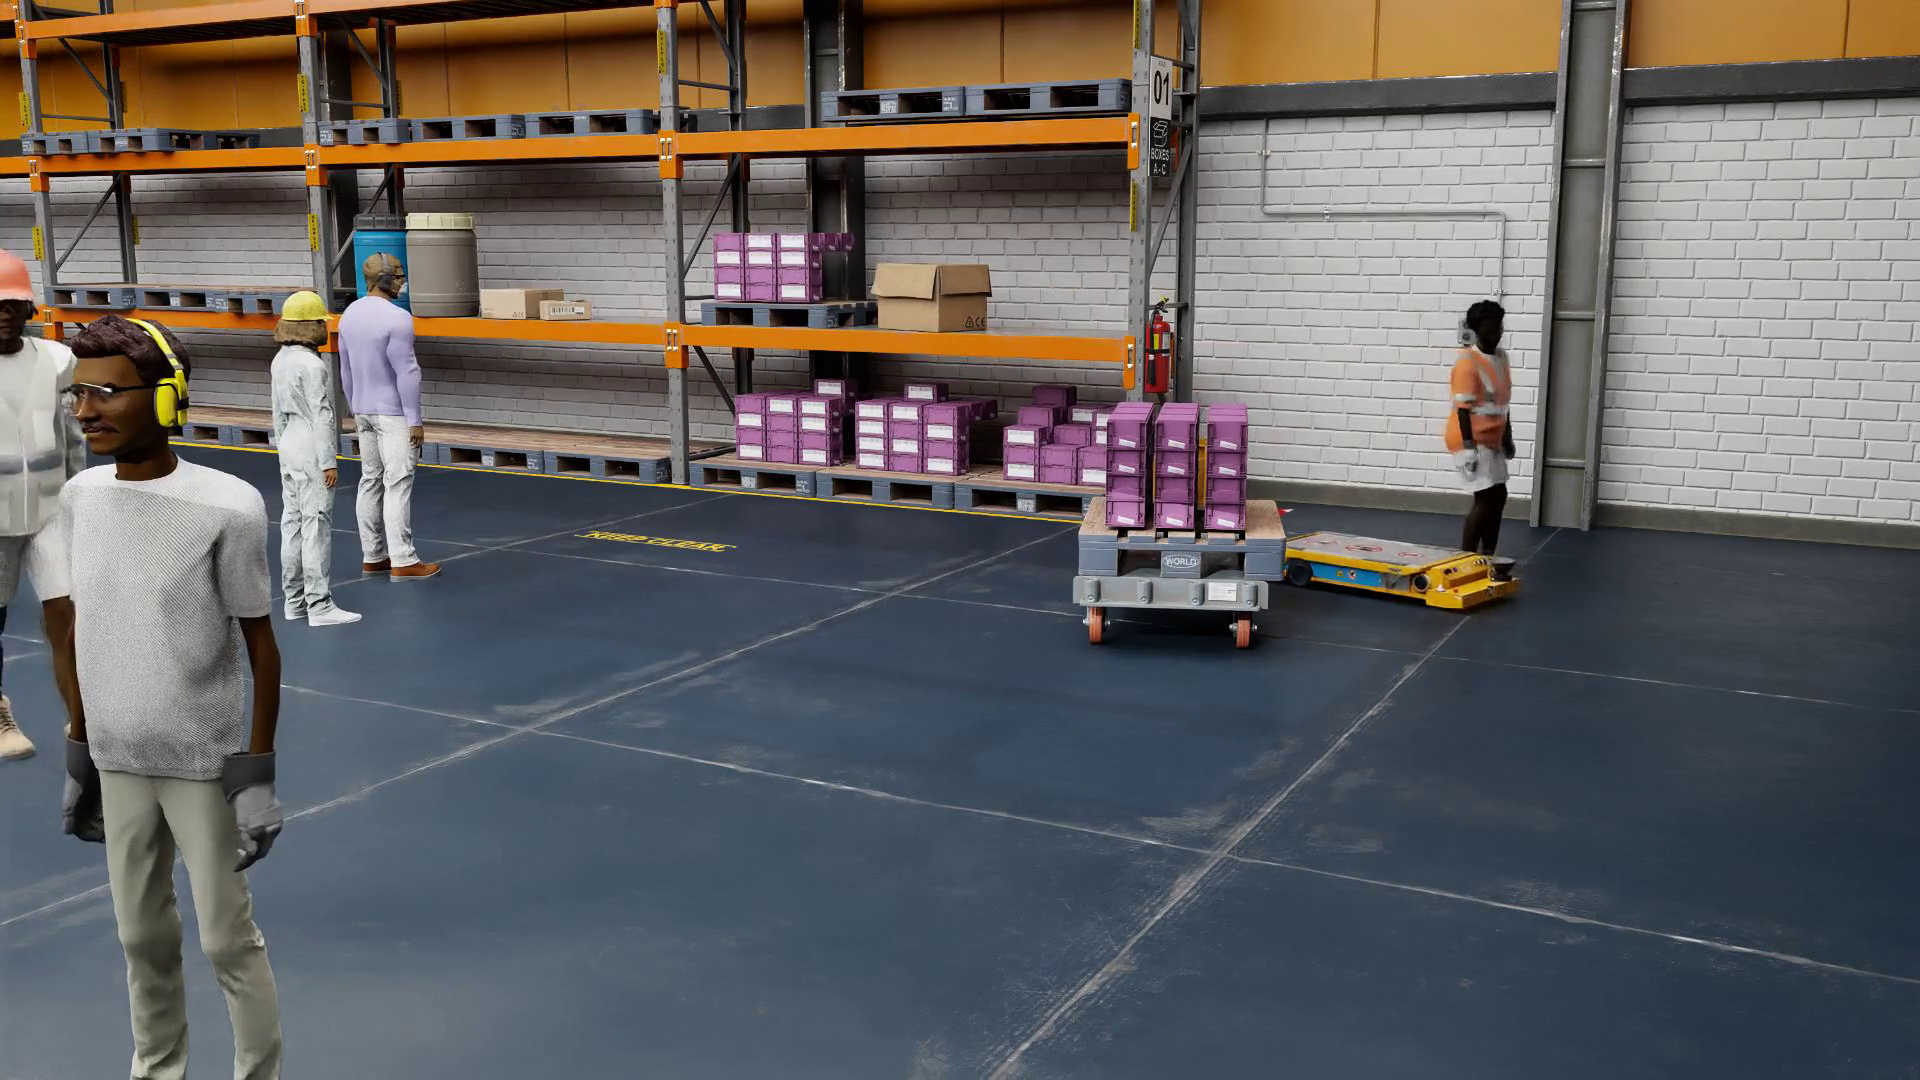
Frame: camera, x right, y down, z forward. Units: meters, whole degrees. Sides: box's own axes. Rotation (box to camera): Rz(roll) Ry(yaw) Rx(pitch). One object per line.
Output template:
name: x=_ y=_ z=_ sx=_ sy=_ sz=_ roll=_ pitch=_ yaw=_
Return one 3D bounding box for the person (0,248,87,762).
person: x=-3.497 y=-0.080 z=6.165 sx=1.059 sy=1.978 sz=0.618 roll=9 pitch=14 yaw=41

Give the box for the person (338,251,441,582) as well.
person: x=-3.380 y=-0.721 z=9.807 sx=0.636 sy=1.936 sz=0.354 roll=8 pitch=13 yaw=36

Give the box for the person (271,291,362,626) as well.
person: x=-3.402 y=-0.427 z=8.730 sx=0.492 sy=1.742 sz=0.320 roll=9 pitch=14 yaw=42

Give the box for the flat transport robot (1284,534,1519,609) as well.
flat transport robot: x=2.405 y=0.151 z=9.599 sx=1.431 sy=0.197 sz=0.652 roll=10 pitch=14 yaw=44

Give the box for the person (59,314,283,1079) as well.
person: x=-1.641 y=0.475 z=3.438 sx=0.516 sy=1.873 sz=0.329 roll=3 pitch=11 yaw=14

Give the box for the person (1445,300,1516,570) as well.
person: x=3.017 y=-0.560 z=9.671 sx=0.349 sy=1.657 sz=0.563 roll=9 pitch=14 yaw=41
